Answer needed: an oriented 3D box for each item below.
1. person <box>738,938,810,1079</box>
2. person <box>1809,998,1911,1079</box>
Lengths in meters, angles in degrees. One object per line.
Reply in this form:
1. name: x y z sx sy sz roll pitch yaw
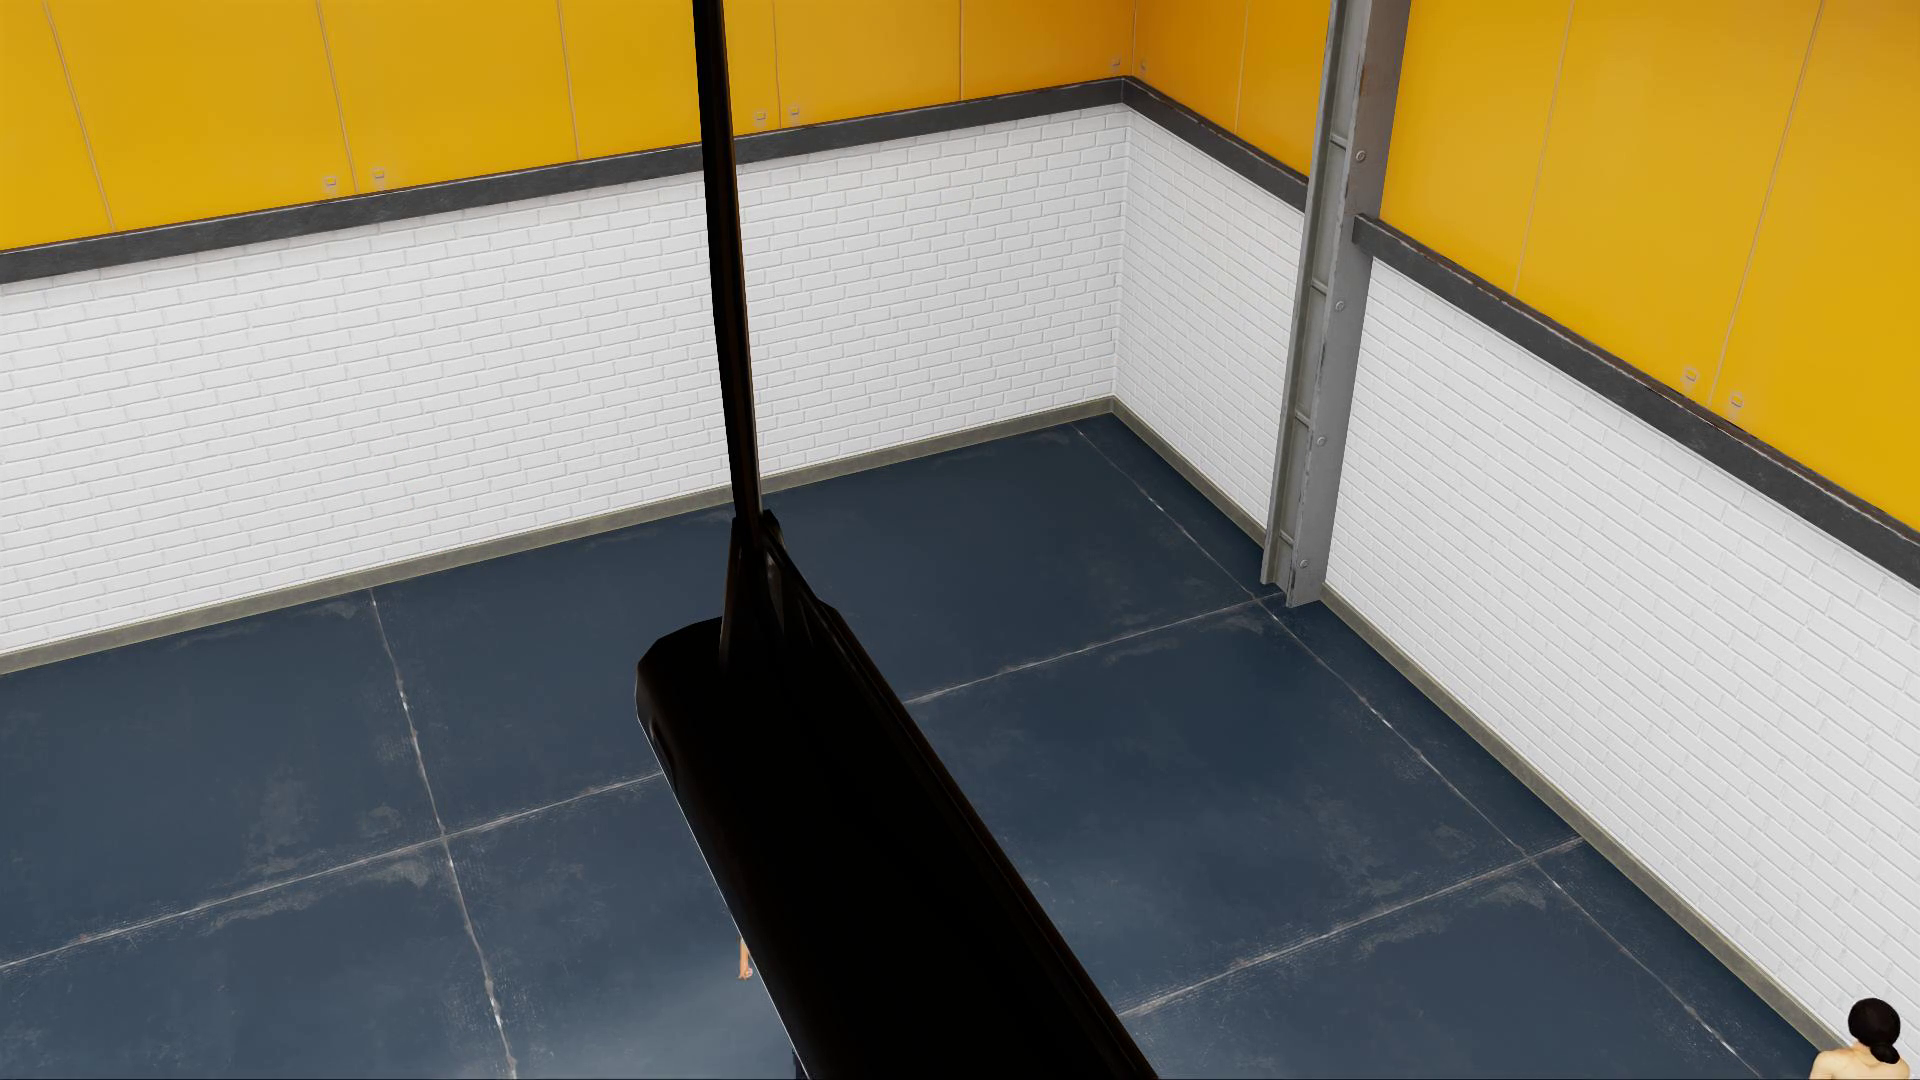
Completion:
1. person: -0.796 2.051 8.453 0.929 1.764 0.992 11 35 16
2. person: 3.972 2.699 7.578 0.662 1.654 0.686 3 34 5
